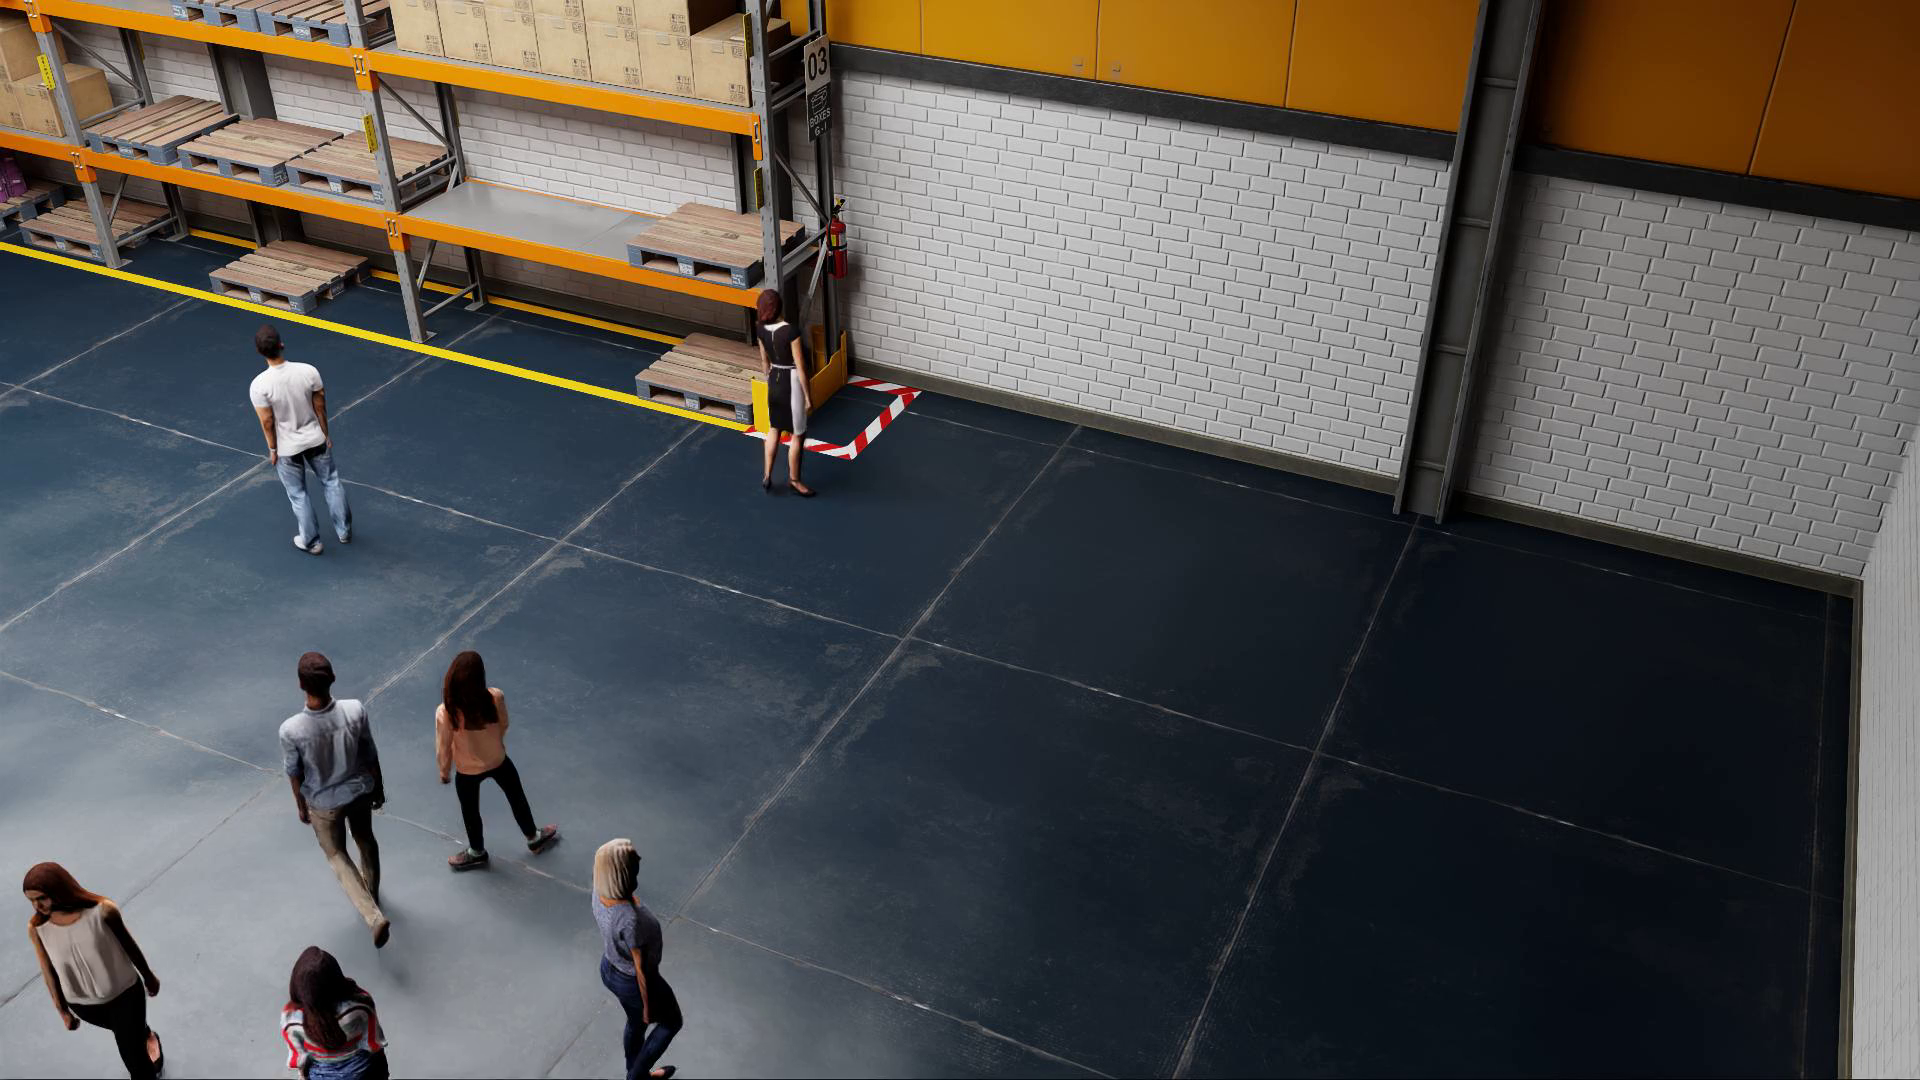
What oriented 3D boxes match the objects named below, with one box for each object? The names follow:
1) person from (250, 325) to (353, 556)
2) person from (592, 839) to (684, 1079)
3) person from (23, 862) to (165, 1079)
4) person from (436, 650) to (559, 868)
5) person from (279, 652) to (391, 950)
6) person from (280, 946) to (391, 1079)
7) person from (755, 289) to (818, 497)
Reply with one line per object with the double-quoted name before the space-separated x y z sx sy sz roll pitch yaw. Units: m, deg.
"person" -4.943 -0.745 12.443 0.752 1.862 0.719 -26 41 -33
"person" -1.683 2.188 8.169 0.772 1.709 0.683 -23 40 -30
"person" -4.226 2.178 8.219 1.099 1.671 1.107 -10 35 -14
"person" -2.834 1.312 9.706 0.831 1.465 0.870 29 43 36
"person" -3.380 1.466 9.149 0.945 1.825 1.128 -22 39 -29
"person" -2.858 2.540 7.739 0.938 1.599 0.990 -10 35 -14
"person" -1.337 -1.109 13.076 0.779 1.768 0.601 -23 40 -30
